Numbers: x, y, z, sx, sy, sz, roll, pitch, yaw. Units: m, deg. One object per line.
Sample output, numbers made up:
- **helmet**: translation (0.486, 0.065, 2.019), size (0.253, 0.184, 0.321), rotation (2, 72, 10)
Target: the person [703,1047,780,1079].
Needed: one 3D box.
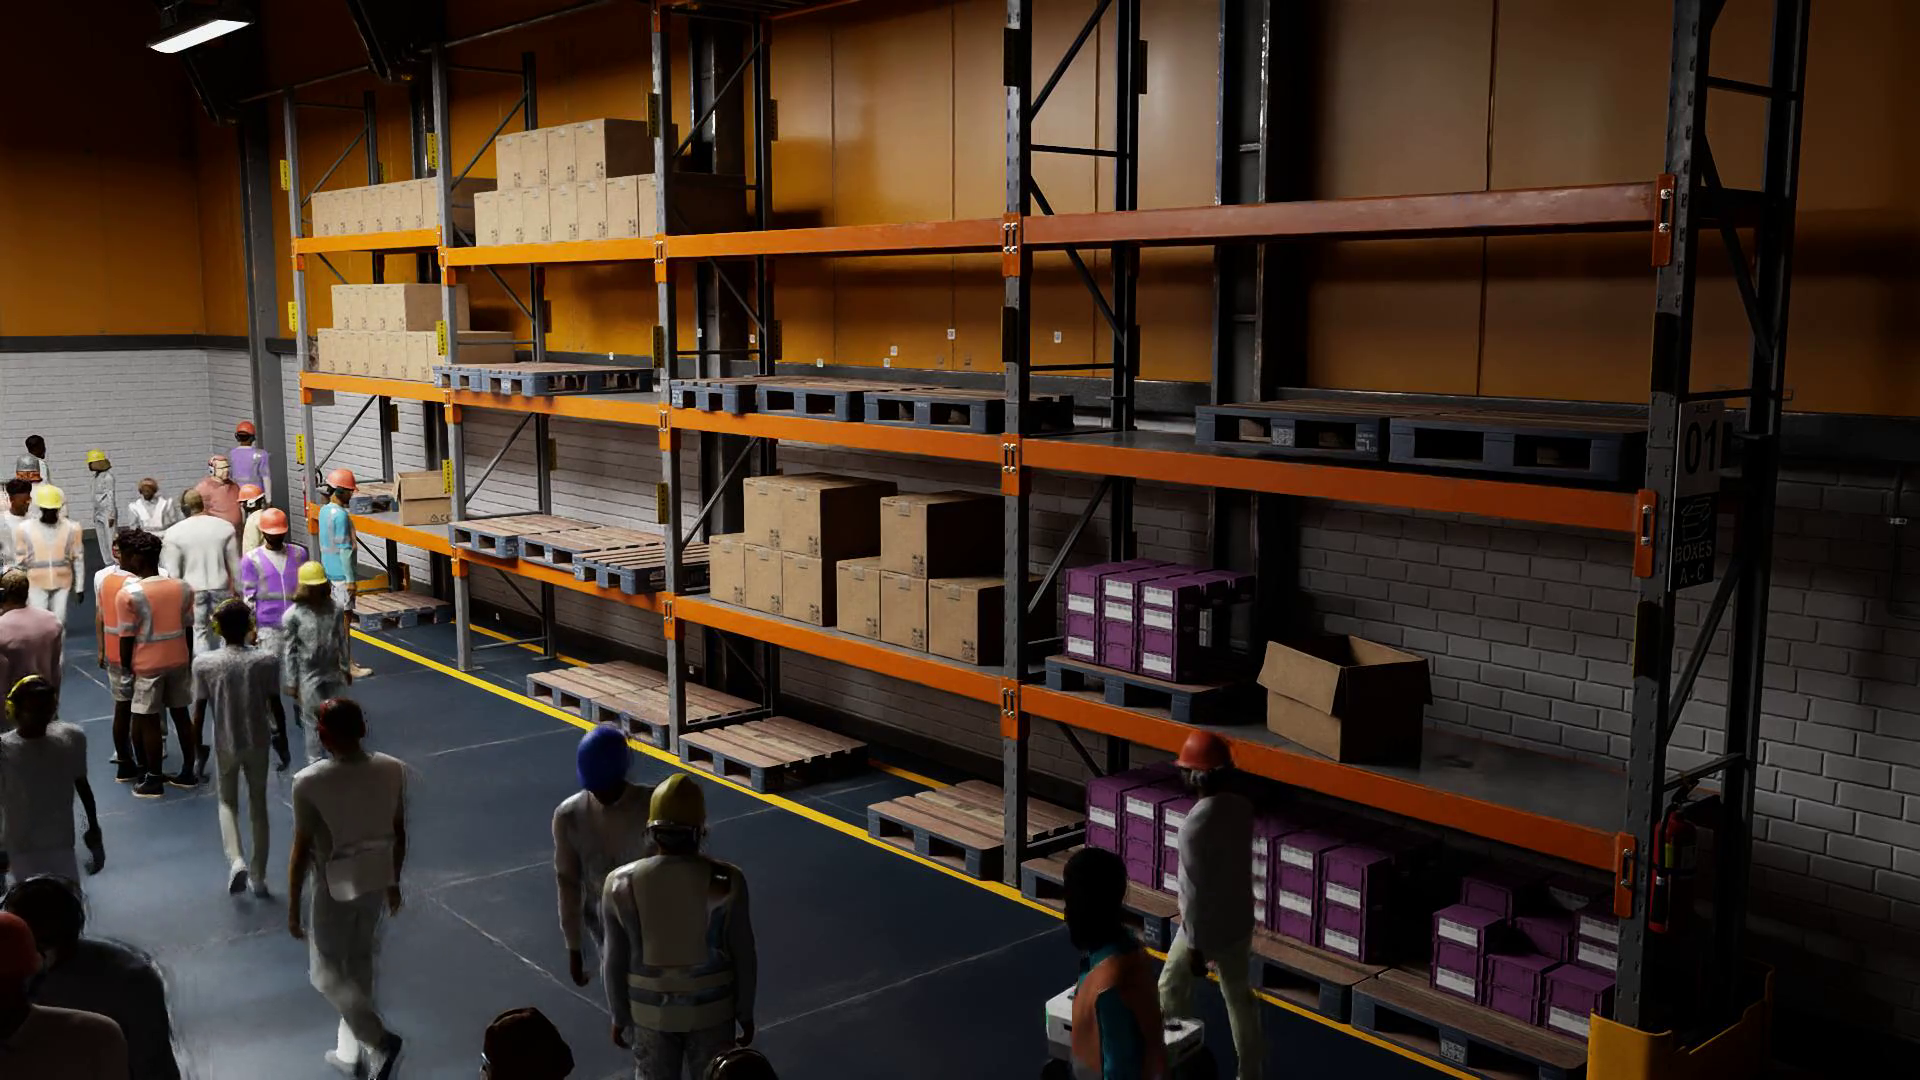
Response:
- **person**: translation (-0.497, 2.147, 4.123), size (0.344, 1.839, 0.505), rotation (8, 11, 44)

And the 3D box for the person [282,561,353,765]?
- **person**: translation (-4.823, 0.998, 12.476), size (0.431, 1.728, 0.505), rotation (7, 11, 41)

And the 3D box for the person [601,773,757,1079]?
- **person**: translation (-1.080, 1.810, 6.481), size (0.589, 1.834, 0.403), rotation (0, 8, -2)

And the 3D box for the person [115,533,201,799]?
- **person**: translation (-5.920, 0.922, 12.269), size (0.385, 1.951, 0.602), rotation (4, 9, 28)

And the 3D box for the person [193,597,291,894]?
- **person**: translation (-4.389, 1.272, 10.165), size (0.555, 1.850, 0.445), rotation (-4, 9, -26)

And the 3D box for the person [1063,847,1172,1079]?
- **person**: translation (0.586, 1.942, 5.435), size (0.509, 1.879, 0.627), rotation (0, 8, 2)

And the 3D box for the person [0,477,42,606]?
- **person**: translation (-9.186, 0.353, 16.238), size (0.478, 1.949, 0.604), rotation (2, 8, 14)

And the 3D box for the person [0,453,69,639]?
- **person**: translation (-9.921, 0.078, 17.803), size (0.686, 2.000, 0.538), rotation (-7, 11, -39)

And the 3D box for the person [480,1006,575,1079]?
- **person**: translation (-1.235, 2.144, 4.851), size (0.270, 1.632, 0.504), rotation (-5, 9, -30)

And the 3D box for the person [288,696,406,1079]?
- **person**: translation (-2.783, 1.642, 7.703), size (0.626, 1.813, 0.631), rotation (6, 10, 36)

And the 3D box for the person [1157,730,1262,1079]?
- **person**: translation (1.074, 1.709, 7.564), size (0.778, 1.722, 0.571), rotation (8, 11, 43)

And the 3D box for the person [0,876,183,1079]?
- **person**: translation (-2.838, 1.934, 5.458), size (0.685, 1.892, 0.910), rotation (0, 8, 2)

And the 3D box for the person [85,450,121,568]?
- **person**: translation (-11.136, -0.312, 21.599), size (0.489, 1.730, 0.324), rotation (6, 10, 36)

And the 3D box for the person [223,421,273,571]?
- **person**: translation (-9.567, -0.583, 22.396), size (0.614, 2.038, 0.396), rotation (-1, 8, -5)

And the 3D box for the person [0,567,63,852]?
- **person**: translation (-6.103, 1.134, 10.820), size (0.372, 1.940, 0.631), rotation (2, 8, 11)

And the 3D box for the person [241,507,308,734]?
- **person**: translation (-5.744, 0.677, 14.050), size (0.549, 1.925, 0.384), rotation (-7, 11, -40)

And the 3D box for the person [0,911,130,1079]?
- **person**: translation (-2.651, 1.991, 4.713), size (0.635, 1.985, 0.414), rotation (-3, 9, -21)

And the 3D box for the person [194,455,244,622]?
- **person**: translation (-8.370, -0.016, 18.919), size (0.409, 1.907, 0.651), rotation (3, 9, 19)

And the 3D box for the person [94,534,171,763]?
- **person**: translation (-6.534, 0.836, 13.206), size (0.567, 1.844, 0.377), rotation (-2, 8, -14)

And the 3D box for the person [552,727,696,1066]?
- **person**: translation (-1.412, 1.704, 7.063), size (0.658, 1.877, 0.911), rotation (1, 8, 9)

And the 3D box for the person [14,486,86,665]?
- **person**: translation (-8.644, 0.430, 15.829), size (0.611, 1.896, 0.559), rotation (-6, 10, -35)

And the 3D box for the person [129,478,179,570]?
- **person**: translation (-9.307, 0.076, 19.258), size (0.532, 1.608, 0.580), rotation (-2, 8, -14)

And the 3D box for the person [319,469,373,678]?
- **person**: translation (-5.975, 0.324, 16.114), size (0.382, 2.037, 0.606), rotation (-6, 10, -38)

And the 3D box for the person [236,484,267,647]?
- **person**: translation (-7.369, 0.281, 17.438), size (0.355, 1.739, 0.573), rotation (-1, 8, -7)

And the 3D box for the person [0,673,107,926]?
- **person**: translation (-4.631, 1.536, 8.366), size (0.650, 1.841, 0.556), rotation (7, 11, 42)

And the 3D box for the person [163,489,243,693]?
- **person**: translation (-6.986, 0.482, 15.412), size (0.669, 1.919, 0.486), rotation (-8, 11, -43)

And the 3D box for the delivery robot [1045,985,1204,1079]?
- **delivery robot**: translation (0.742, 2.242, 7.571), size (0.707, 0.478, 0.477), rotation (6, 10, 37)

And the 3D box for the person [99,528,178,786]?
- **person**: translation (-6.200, 0.881, 12.508), size (0.608, 1.957, 0.401), rotation (6, 10, 37)
